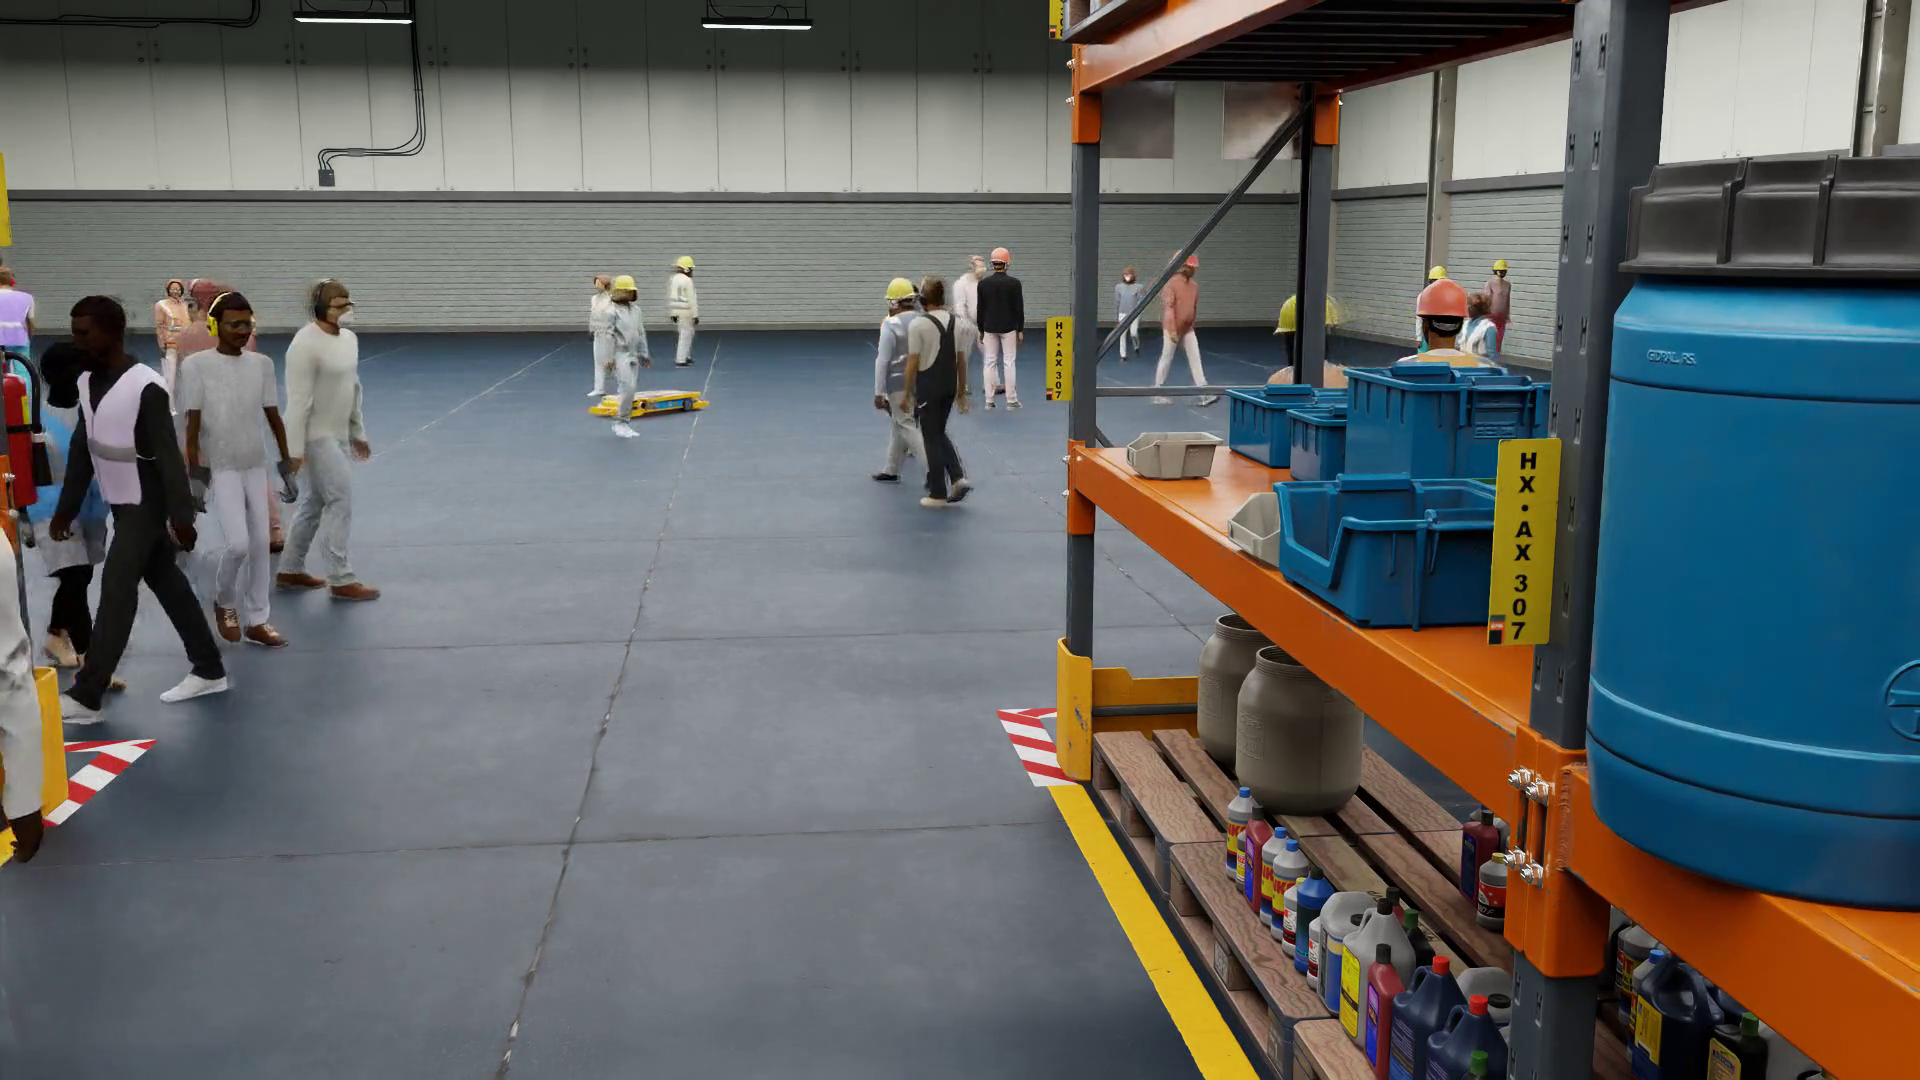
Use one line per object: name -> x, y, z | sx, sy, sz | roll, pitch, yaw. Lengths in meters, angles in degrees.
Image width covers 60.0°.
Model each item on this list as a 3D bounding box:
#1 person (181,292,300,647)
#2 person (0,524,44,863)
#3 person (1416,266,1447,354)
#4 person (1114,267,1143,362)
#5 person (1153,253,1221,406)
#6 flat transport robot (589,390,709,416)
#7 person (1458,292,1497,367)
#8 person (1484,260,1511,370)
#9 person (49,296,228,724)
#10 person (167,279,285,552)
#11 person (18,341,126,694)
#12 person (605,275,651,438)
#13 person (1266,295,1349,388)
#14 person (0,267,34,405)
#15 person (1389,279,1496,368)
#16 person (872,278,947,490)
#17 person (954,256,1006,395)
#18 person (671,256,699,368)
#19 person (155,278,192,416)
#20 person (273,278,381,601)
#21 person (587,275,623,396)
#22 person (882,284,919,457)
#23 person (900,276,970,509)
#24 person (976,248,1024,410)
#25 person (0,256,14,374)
person -> -3.691, -0.349, 8.590 | 0.387, 1.850, 0.572 | 7, 12, 34
person -> -2.268, 0.582, 3.454 | 0.592, 1.860, 0.609 | -2, 11, -13
person -> 5.959, -2.550, 20.904 | 0.526, 1.769, 0.328 | -4, 11, -22
person -> 2.901, -3.865, 28.535 | 0.504, 1.623, 0.432 | 3, 11, 17
person -> 2.826, -2.641, 20.921 | 0.638, 1.938, 1.025 | -7, 13, -35
flat transport robot -> -3.762, -1.675, 20.209 | 0.652, 0.197, 1.431 | 6, 12, 31
person -> 4.970, -1.528, 15.689 | 0.529, 1.622, 0.531 | -3, 11, -15
person -> 8.578, -3.578, 26.545 | 0.525, 1.769, 0.308 | -5, 12, -26
person -> -3.755, -0.136, 7.384 | 0.581, 1.862, 0.965 | 9, 14, 41
person -> -5.027, -0.826, 11.228 | 1.018, 1.850, 0.667 | 4, 11, 22
person -> -4.280, -0.136, 7.985 | 0.827, 1.653, 0.526 | 5, 11, 25
person -> -3.529, -1.936, 17.659 | 0.478, 1.728, 0.496 | 5, 12, 26
person -> 1.577, -0.220, 7.872 | 0.590, 1.862, 1.024 | -10, 14, -42
person -> -10.742, -2.174, 18.799 | 0.554, 1.781, 1.015 | -6, 12, -32
person -> 2.211, -0.241, 7.776 | 0.553, 1.935, 0.363 | -1, 10, -7
person -> -0.433, -1.322, 14.116 | 0.907, 1.795, 0.597 | 8, 13, 39
person -> 0.266, -2.863, 22.365 | 0.673, 1.861, 0.965 | -7, 12, -32
person -> -4.437, -3.707, 27.115 | 0.559, 1.809, 0.619 | -7, 12, -33
person -> -9.379, -2.313, 19.964 | 0.315, 1.636, 0.515 | 7, 13, 35
person -> -3.813, -0.581, 9.794 | 0.732, 1.904, 0.650 | 1, 10, 3
person -> -4.784, -2.739, 22.312 | 0.536, 1.631, 0.464 | 10, 14, 42
person -> -0.501, -1.619, 16.006 | 0.551, 1.684, 0.472 | -4, 11, -21
person -> -0.206, -1.145, 13.056 | 0.502, 1.828, 0.403 | -9, 14, -42
person -> 0.504, -2.596, 20.524 | 0.611, 1.997, 0.372 | 4, 11, 20
person -> -12.939, -2.920, 22.476 | 0.370, 1.934, 0.627 | -7, 12, -34
